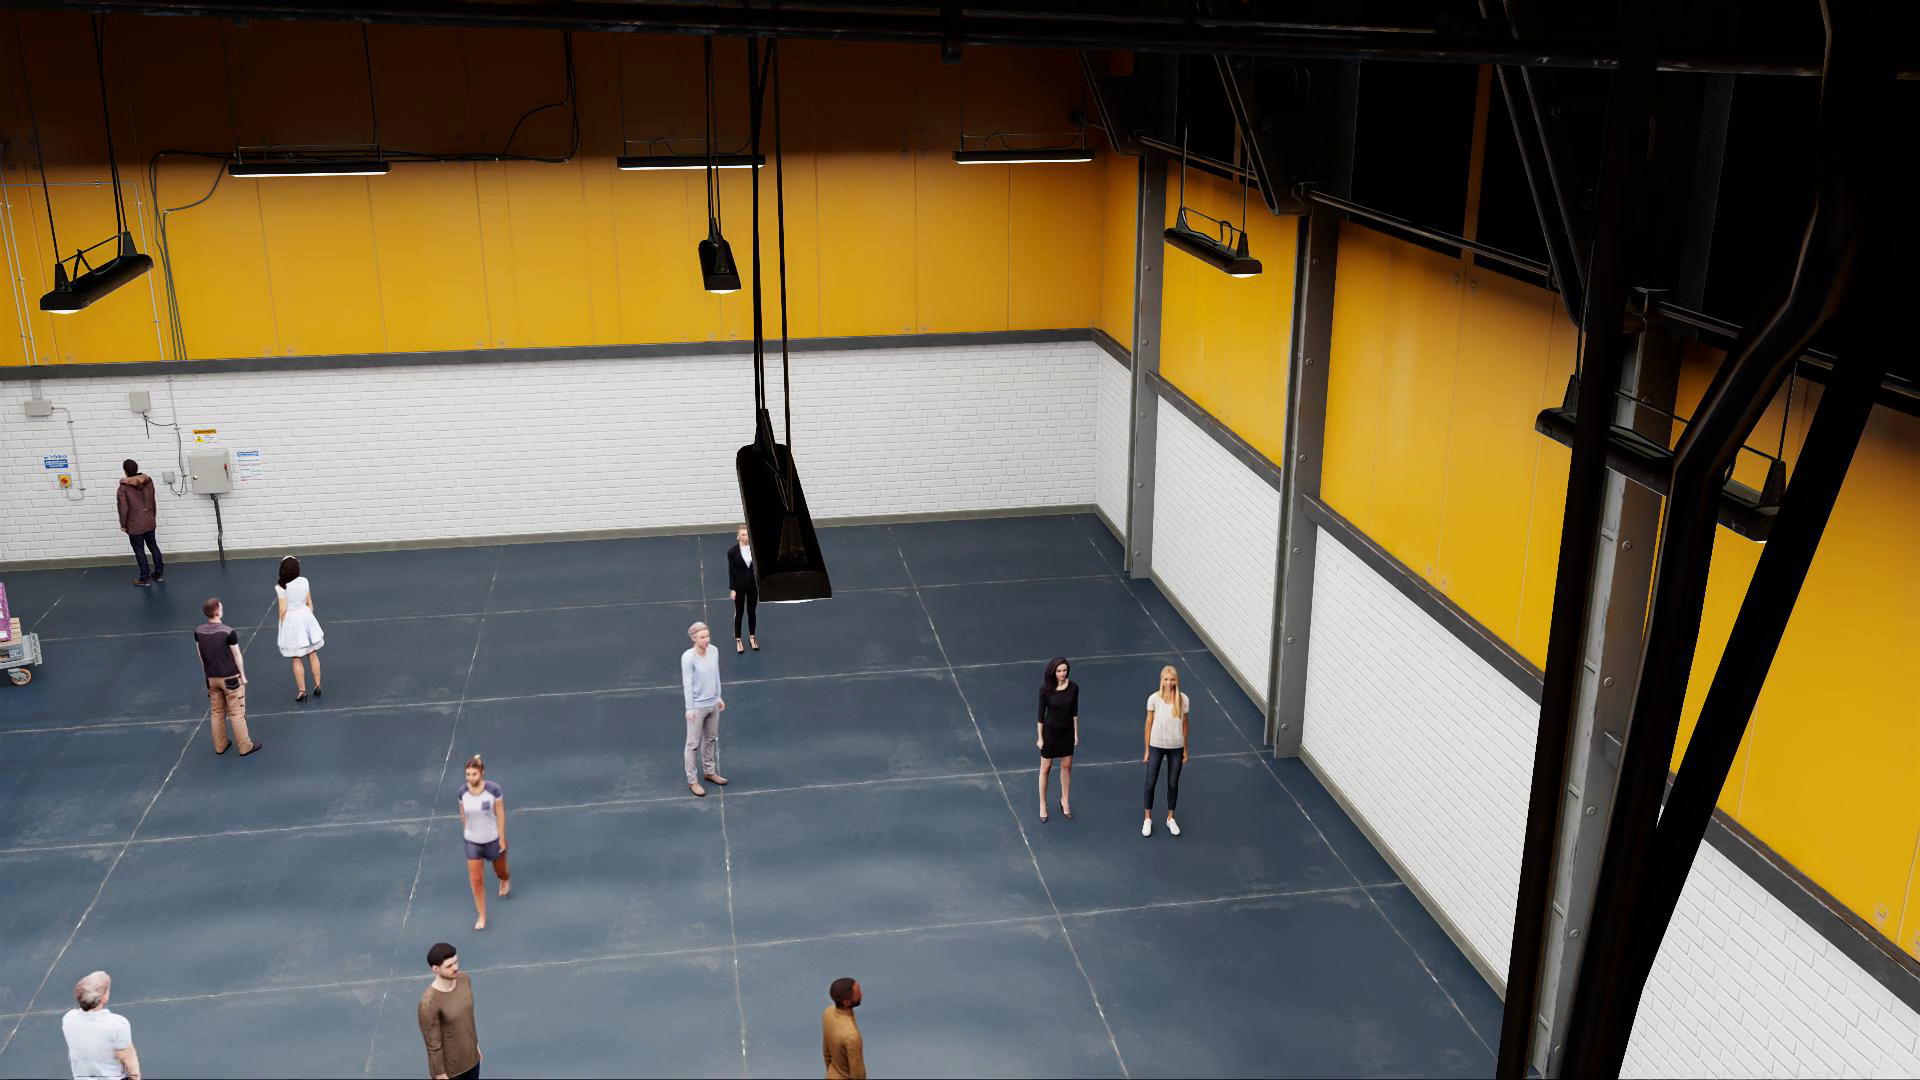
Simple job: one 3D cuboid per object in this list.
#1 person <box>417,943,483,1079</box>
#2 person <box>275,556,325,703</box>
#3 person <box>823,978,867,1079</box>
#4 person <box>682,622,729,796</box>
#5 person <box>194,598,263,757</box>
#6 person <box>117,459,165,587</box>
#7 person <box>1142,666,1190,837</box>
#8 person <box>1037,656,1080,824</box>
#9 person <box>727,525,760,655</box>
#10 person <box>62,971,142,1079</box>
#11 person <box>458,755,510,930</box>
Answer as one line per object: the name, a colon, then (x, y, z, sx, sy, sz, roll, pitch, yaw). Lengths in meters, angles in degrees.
person: (-3.631, 3.720, 11.915, 0.801, 1.889, 0.686, 6, 20, 18)
person: (-7.922, 1.063, 19.919, 0.907, 1.816, 0.855, 17, 25, 41)
person: (-0.797, 3.856, 11.625, 0.755, 1.816, 0.594, -11, 21, -29)
person: (-2.755, 1.759, 17.730, 0.795, 1.893, 0.750, 15, 24, 37)
person: (-8.216, 1.517, 18.531, 0.758, 1.842, 0.726, 4, 19, 11)
person: (-11.738, -0.266, 23.815, 0.935, 1.848, 0.845, 9, 21, 26)
person: (2.077, 2.112, 16.814, 0.634, 1.809, 0.564, 0, 19, 0)
person: (1.003, 2.029, 17.066, 0.602, 1.806, 0.502, -5, 19, -14)
person: (-2.763, 0.619, 21.408, 0.671, 1.707, 0.639, -9, 21, -25)
person: (-6.007, 3.876, 11.566, 0.773, 1.815, 0.879, 1, 19, 3)
person: (-4.356, 2.728, 15.313, 0.607, 1.600, 0.955, -1, 19, -4)
